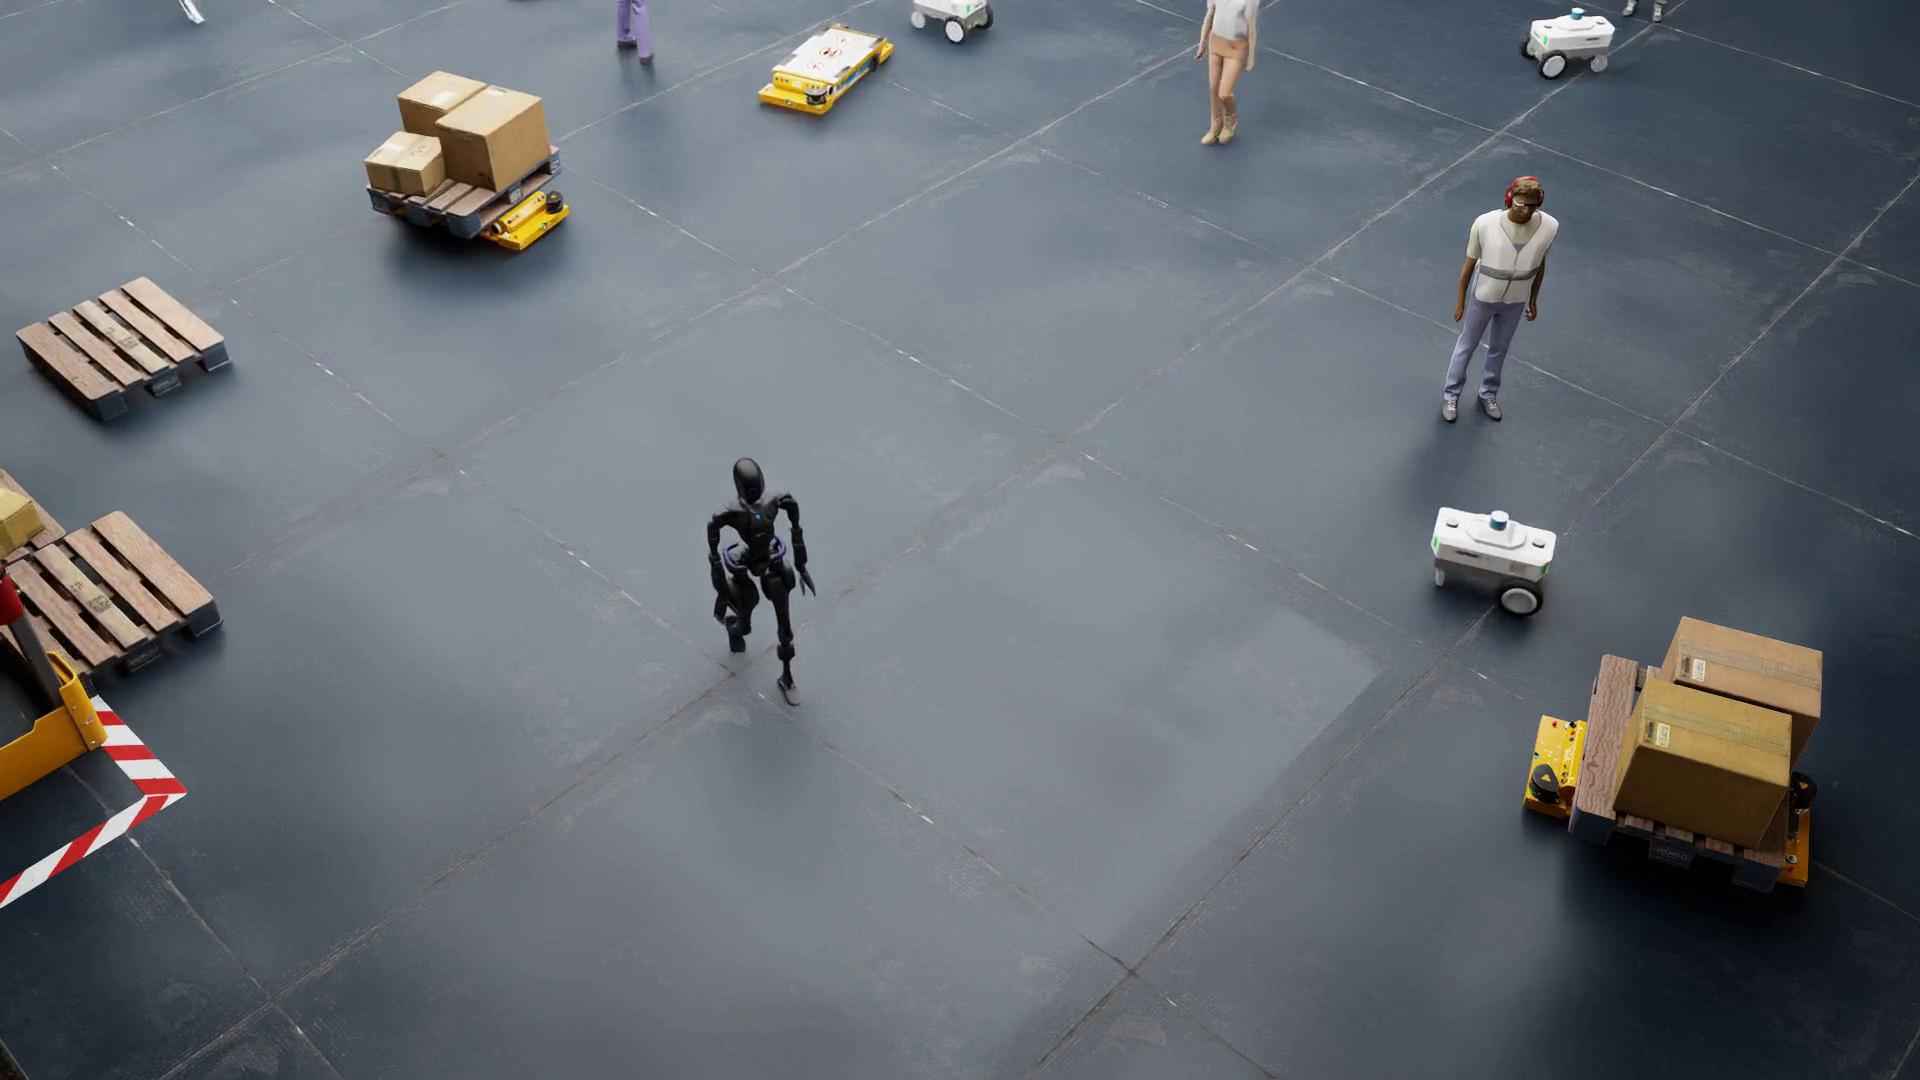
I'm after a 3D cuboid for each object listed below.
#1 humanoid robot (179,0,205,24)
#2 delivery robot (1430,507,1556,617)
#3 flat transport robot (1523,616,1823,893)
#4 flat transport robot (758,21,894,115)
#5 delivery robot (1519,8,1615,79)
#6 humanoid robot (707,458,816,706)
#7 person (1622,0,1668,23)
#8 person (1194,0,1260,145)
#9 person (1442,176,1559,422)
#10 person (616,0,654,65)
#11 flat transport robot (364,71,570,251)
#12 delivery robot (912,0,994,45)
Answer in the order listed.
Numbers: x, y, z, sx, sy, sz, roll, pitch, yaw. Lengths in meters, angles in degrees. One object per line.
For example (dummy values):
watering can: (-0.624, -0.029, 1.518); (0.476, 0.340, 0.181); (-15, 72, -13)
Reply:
humanoid robot: (-7.766, -5.921, 16.058); (0.553, 1.776, 1.059); (-31, 50, -30)
delivery robot: (3.290, 0.092, 10.224); (0.784, 0.612, 0.500); (14, 44, 15)
flat transport robot: (3.840, 1.370, 9.003); (1.431, 0.231, 0.659); (15, 44, 16)
flat transport robot: (-1.225, -4.377, 15.391); (0.659, 0.231, 1.431); (18, 45, 19)
delivery robot: (5.654, -4.635, 15.478); (0.811, 0.613, 0.499); (-6, 42, -7)
humanoid robot: (-1.142, 0.153, 9.323); (0.589, 1.639, 0.702); (-19, 45, -20)
person: (6.767, -5.914, 15.932); (0.569, 1.833, 0.399); (14, 44, 15)
person: (2.233, -4.130, 14.022); (0.505, 1.728, 0.396); (29, 49, 28)
person: (3.601, -1.623, 11.151); (0.569, 1.844, 0.381); (-2, 42, -2)
person: (-3.051, -5.258, 15.209); (0.594, 1.821, 0.502); (21, 46, 22)
flat transport robot: (-3.974, -2.754, 13.587); (1.431, 0.231, 0.659); (19, 45, 20)
delivery robot: (-0.085, -5.158, 16.059); (0.815, 0.612, 0.499); (26, 48, 26)
